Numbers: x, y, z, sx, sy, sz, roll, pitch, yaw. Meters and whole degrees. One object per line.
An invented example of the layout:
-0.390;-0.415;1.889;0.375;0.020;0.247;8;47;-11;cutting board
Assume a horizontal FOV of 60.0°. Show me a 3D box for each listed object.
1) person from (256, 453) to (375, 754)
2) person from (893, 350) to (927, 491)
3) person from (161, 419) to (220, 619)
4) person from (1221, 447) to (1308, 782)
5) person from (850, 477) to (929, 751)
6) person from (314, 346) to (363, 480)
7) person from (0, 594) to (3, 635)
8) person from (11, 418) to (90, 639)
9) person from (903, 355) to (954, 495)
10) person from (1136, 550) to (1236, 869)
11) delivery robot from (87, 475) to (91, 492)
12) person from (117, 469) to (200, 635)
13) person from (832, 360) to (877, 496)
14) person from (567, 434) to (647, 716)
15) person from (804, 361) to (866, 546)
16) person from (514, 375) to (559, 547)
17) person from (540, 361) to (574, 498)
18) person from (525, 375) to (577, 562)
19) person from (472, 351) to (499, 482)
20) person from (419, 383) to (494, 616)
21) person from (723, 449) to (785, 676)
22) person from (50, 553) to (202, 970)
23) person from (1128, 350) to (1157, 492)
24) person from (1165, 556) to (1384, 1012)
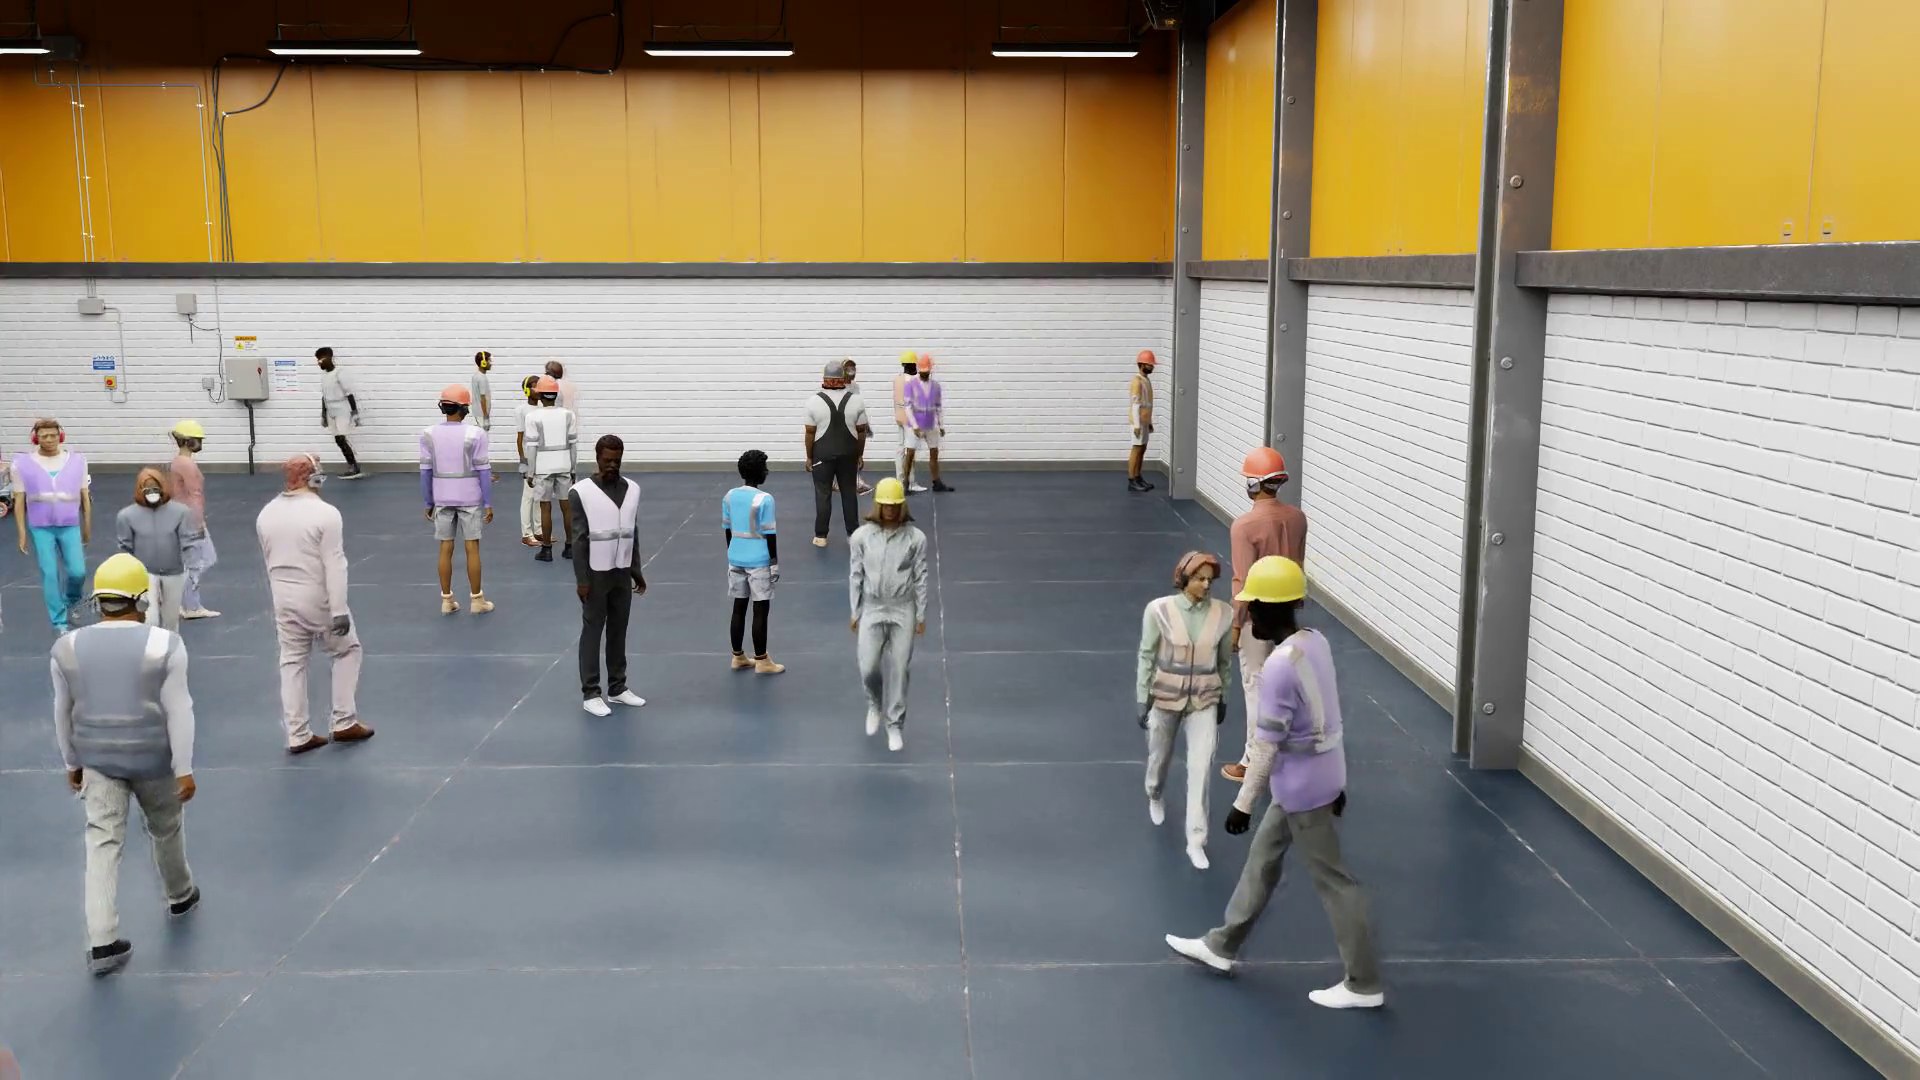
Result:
-4.041;0.384;10.528;0.680;1.884;0.686;4;10;21;person
-0.699;-1.628;22.743;0.364;1.930;0.588;-6;11;-31;person
-6.633;-0.164;14.311;0.410;1.744;0.542;-6;11;-34;person
1.788;0.446;9.827;0.613;1.995;0.390;-7;12;-38;person
-0.445;0.460;10.520;0.503;1.731;0.379;-1;9;-3;person
-8.955;-1.825;23.973;0.621;1.921;0.520;9;13;43;person
-6.484;0.496;10.746;0.510;1.593;0.832;-6;11;-33;person
-7.436;-0.095;13.649;0.574;1.830;0.462;-7;12;-36;person
-0.431;-1.543;22.386;0.846;1.898;0.424;-5;11;-29;person
1.161;0.826;8.729;0.529;1.607;0.818;0;9;-2;person
-11.380;-0.702;20.987;0.707;0.478;0.477;-2;9;-13;delivery robot
-5.787;0.282;12.057;0.505;1.595;0.752;-6;11;-34;person
-1.483;-1.509;22.374;0.960;1.815;0.522;6;11;32;person
-2.423;0.227;11.425;0.393;1.915;0.587;7;11;36;person
-1.388;-0.953;18.265;0.688;2.000;0.539;-3;10;-16;person
-4.663;-0.872;18.282;0.328;1.877;0.512;4;10;23;person
-5.309;-1.437;21.867;0.441;1.831;0.649;3;10;15;person
-4.250;-0.743;17.295;0.544;1.939;0.354;-6;11;-34;person
-6.788;-1.758;23.747;0.336;1.867;0.528;-4;10;-21;person
-4.391;-0.352;14.577;0.615;2.040;0.391;1;9;3;person
-1.548;0.166;12.448;0.540;1.697;0.317;8;12;40;person
-3.705;0.947;7.414;0.607;1.788;0.915;-1;9;-7;person
2.505;-1.630;22.754;0.379;1.934;0.545;4;10;22;person
1.315;0.993;6.845;0.991;1.866;0.587;4;10;21;person
